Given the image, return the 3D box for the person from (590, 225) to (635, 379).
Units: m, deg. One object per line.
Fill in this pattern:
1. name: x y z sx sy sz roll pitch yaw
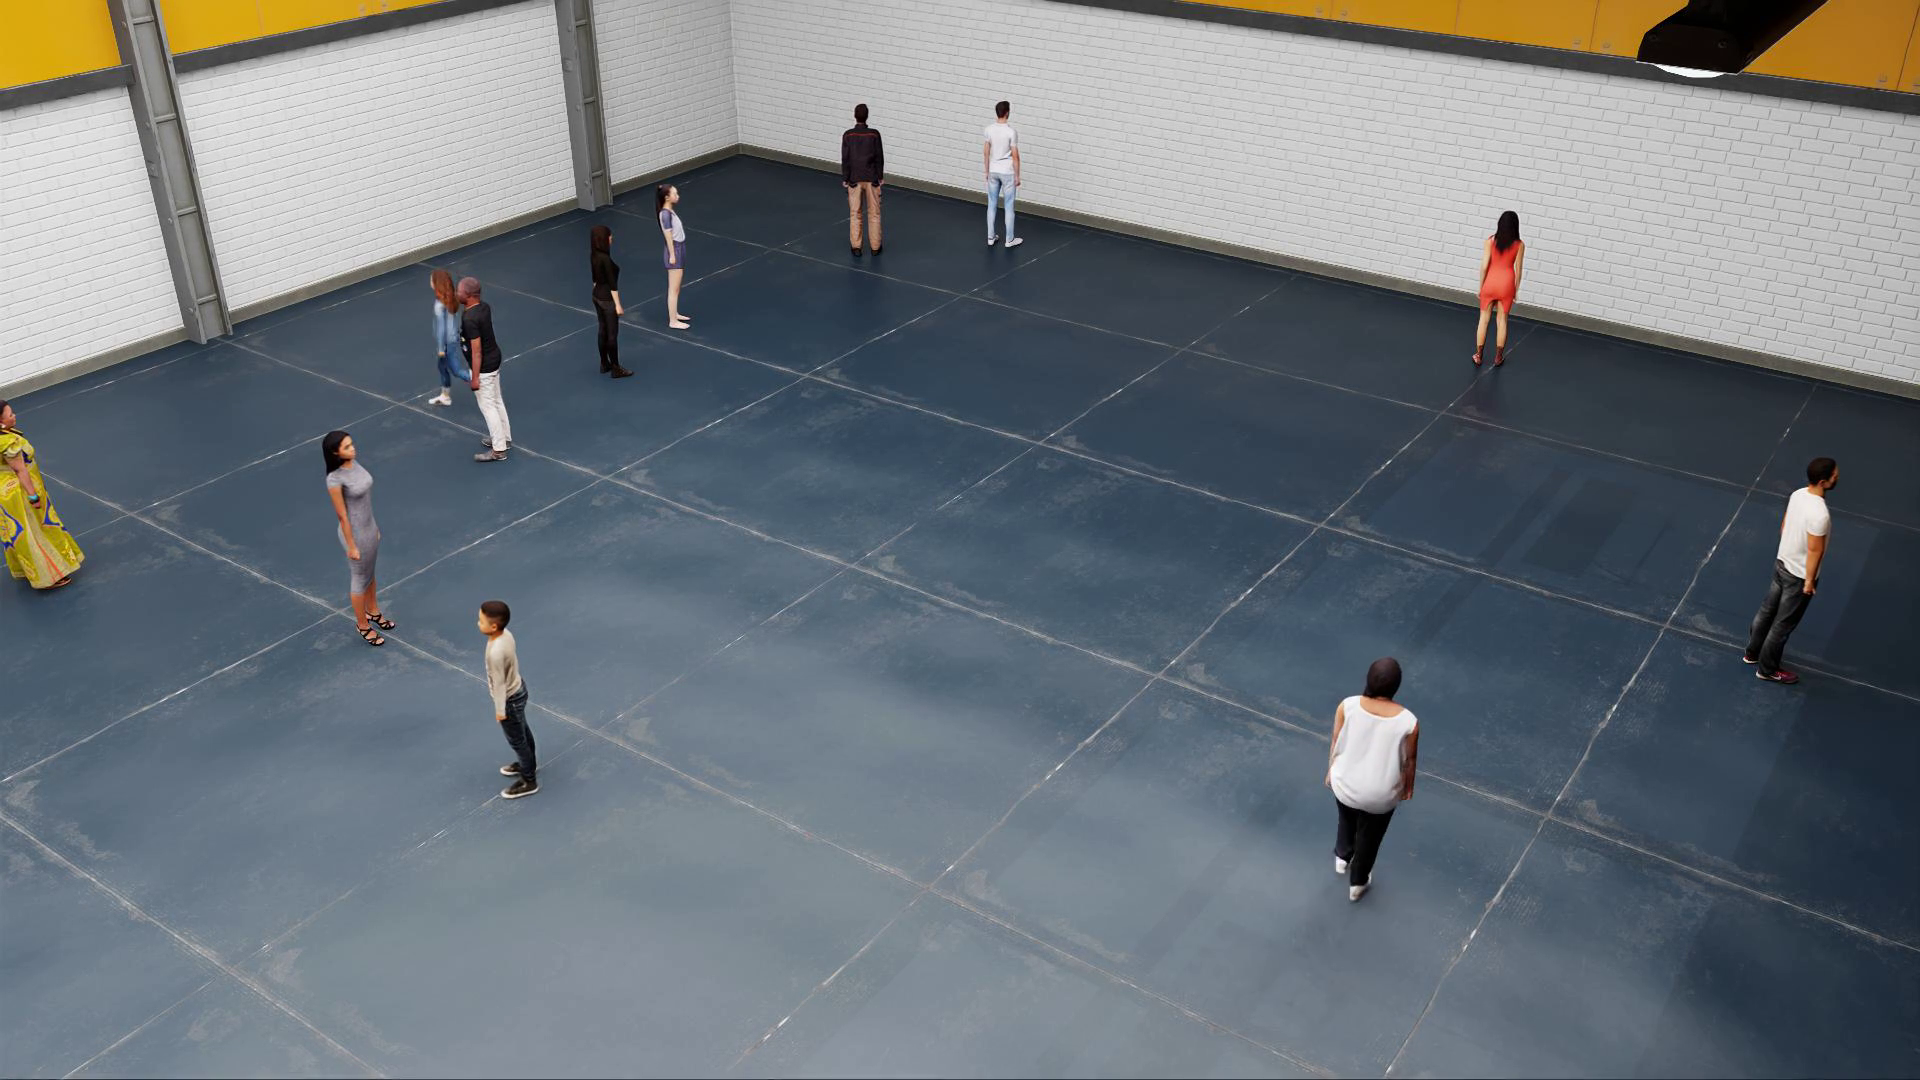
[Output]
1. person: -3.750 -2.531 17.596 0.585 1.642 0.631 -22 35 -34

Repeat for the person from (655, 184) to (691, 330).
1. person: -3.263 -3.232 18.872 0.727 1.650 0.656 -3 29 -6

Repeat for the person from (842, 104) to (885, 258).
1. person: -1.220 -4.541 20.984 0.790 1.925 0.834 -3 29 -5

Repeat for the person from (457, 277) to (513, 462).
1. person: -4.514 -1.631 15.777 0.814 1.804 0.715 0 29 1

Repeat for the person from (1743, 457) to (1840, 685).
1. person: 6.232 0.200 12.421 0.781 1.803 0.667 1 29 2

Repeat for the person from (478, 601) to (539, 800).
1. person: -3.038 1.048 11.226 0.664 1.459 0.609 -6 29 -11

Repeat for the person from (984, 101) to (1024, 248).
1. person: 0.537 -4.702 21.357 0.664 1.851 0.561 15 32 26

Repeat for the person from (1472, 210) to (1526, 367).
1. person: 5.764 -2.694 17.814 0.645 1.718 0.632 8 30 14

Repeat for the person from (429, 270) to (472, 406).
1. person: -5.116 -2.015 16.843 0.951 1.456 0.968 0 29 0

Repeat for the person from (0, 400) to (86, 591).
1. person: -7.716 -0.389 13.650 0.877 1.660 0.799 23 36 36

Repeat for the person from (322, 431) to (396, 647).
1. person: -4.664 -0.028 12.862 0.720 1.781 0.611 2 29 4

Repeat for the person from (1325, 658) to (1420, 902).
1. person: 2.473 1.492 10.188 0.696 1.673 0.689 15 32 26
